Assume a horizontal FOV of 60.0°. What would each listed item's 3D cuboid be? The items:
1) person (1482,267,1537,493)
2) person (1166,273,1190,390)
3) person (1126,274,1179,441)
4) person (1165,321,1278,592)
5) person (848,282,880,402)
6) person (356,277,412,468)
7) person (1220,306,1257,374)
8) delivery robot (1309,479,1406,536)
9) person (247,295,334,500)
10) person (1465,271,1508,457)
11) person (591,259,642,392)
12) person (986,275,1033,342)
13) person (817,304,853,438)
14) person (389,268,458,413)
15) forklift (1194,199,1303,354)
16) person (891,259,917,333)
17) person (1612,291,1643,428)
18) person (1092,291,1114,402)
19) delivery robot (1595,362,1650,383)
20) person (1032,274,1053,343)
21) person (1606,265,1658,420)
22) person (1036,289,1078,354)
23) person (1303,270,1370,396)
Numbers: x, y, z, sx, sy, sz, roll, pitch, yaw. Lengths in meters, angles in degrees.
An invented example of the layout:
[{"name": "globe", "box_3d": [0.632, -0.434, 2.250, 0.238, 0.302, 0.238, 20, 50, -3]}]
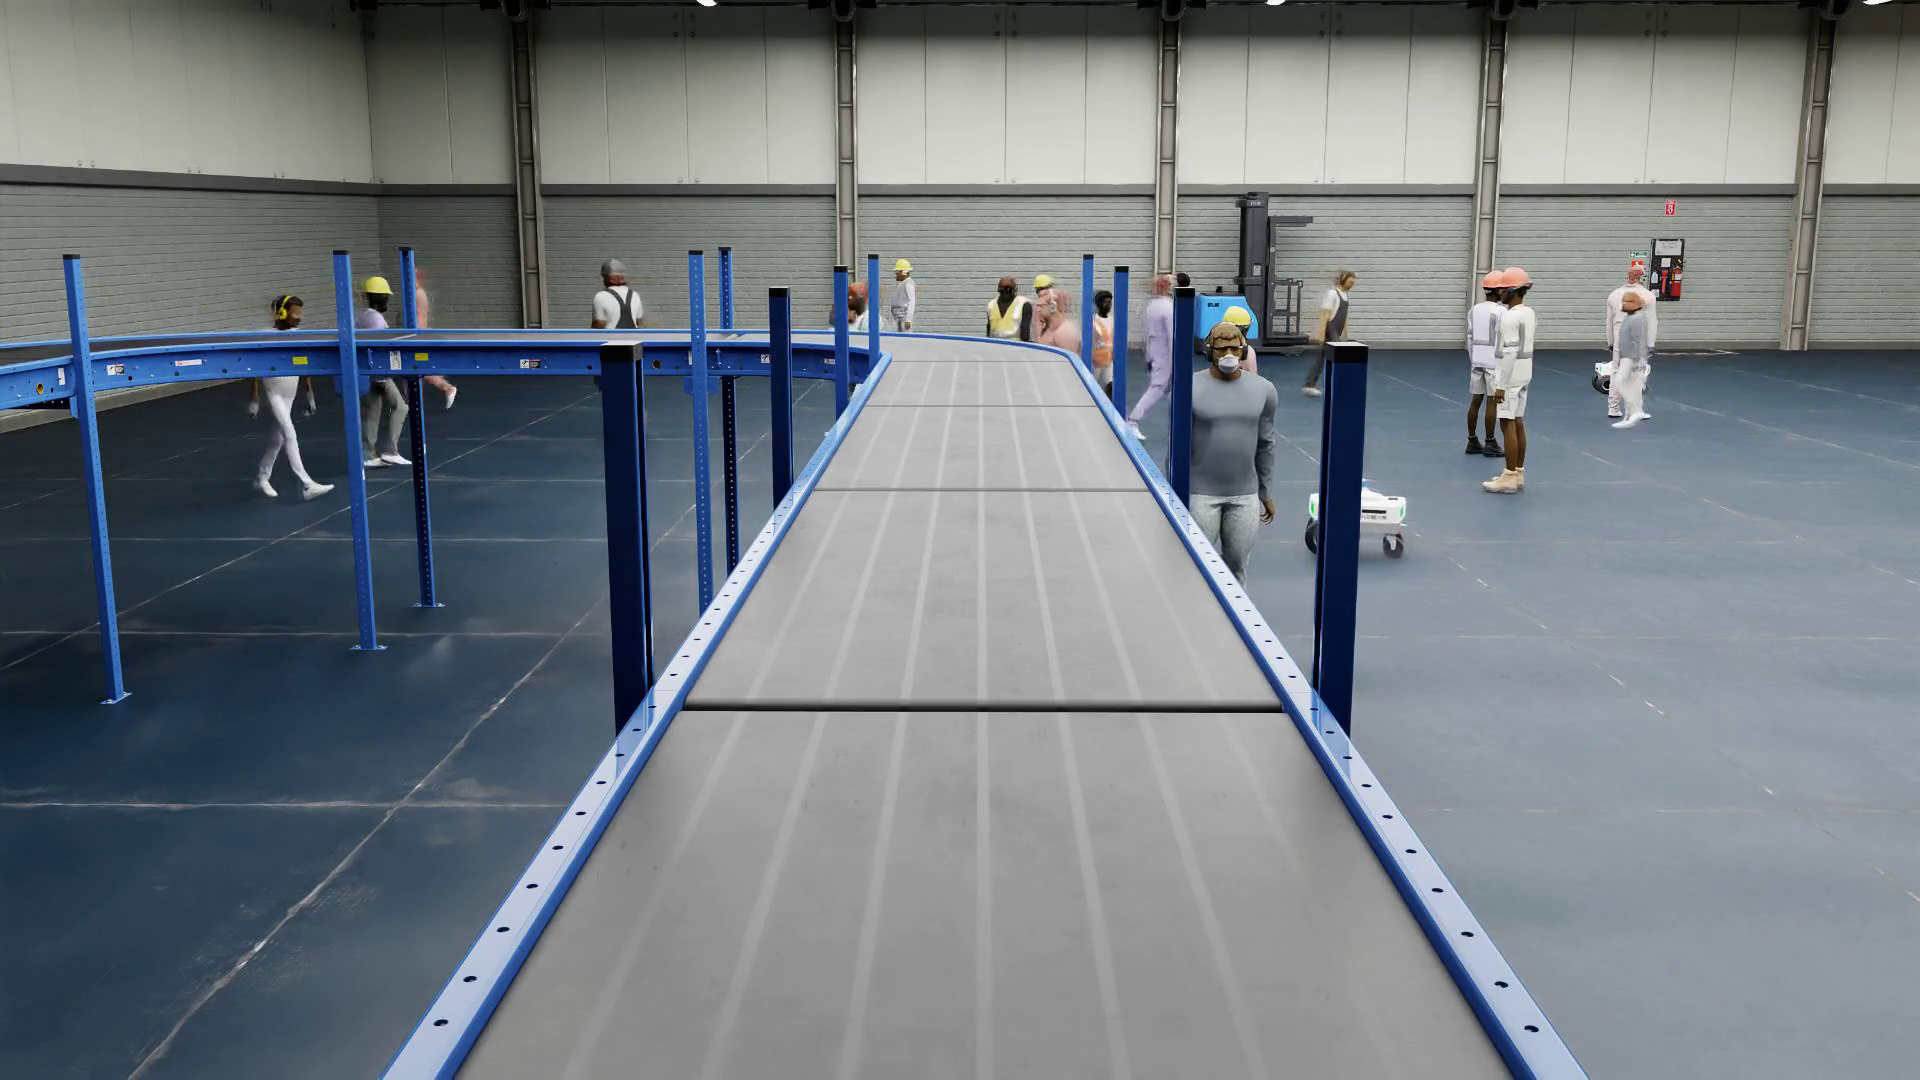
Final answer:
[{"name": "person", "box_3d": [5.029, -1.466, 15.255, 0.387, 2.041, 0.615, 8, 13, 35]}, {"name": "person", "box_3d": [3.200, -3.010, 24.075, 0.318, 1.700, 0.536, 7, 13, 33]}, {"name": "person", "box_3d": [2.288, -2.066, 18.786, 0.978, 1.865, 0.650, -2, 11, -10]}, {"name": "person", "box_3d": [1.454, -0.250, 9.273, 0.636, 1.938, 0.355, -2, 11, -8]}, {"name": "person", "box_3d": [-0.948, -1.573, 16.236, 0.409, 1.871, 0.614, -2, 11, -12]}, {"name": "person", "box_3d": [-5.765, -1.668, 16.636, 0.616, 1.903, 0.629, -8, 13, -34]}, {"name": "person", "box_3d": [2.287, -1.058, 13.872, 0.315, 1.769, 0.525, -3, 11, -15]}, {"name": "delivery robot", "box_3d": [2.998, -0.219, 12.549, 0.707, 0.478, 0.477, 3, 11, 14]}, {"name": "person", "box_3d": [-6.023, -1.254, 14.776, 1.001, 1.815, 0.561, 4, 12, 22]}, {"name": "person", "box_3d": [5.597, -1.863, 17.567, 0.356, 1.938, 0.545, -6, 12, -27]}, {"name": "person", "box_3d": [-4.029, -2.272, 19.511, 0.663, 2.000, 0.691, 9, 14, 39]}, {"name": "person", "box_3d": [0.611, -2.304, 20.181, 0.621, 1.815, 0.762, 5, 12, 24]}, {"name": "person", "box_3d": [-1.287, -1.795, 18.126, 0.512, 1.583, 0.908, -7, 13, -33]}, {"name": "person", "box_3d": [-6.942, -2.578, 21.388, 0.787, 1.884, 0.650, -4, 12, -21]}, {"name": "forklift", "box_3d": [5.313, -4.851, 30.603, 1.873, 2.768, 1.129, 0, 11, 1]}, {"name": "person", "box_3d": [-0.891, -3.532, 26.410, 0.404, 1.830, 0.602, -3, 11, -14]}, {"name": "person", "box_3d": [7.924, -2.136, 19.773, 0.371, 1.624, 0.522, 1, 11, 7]}, {"name": "person", "box_3d": [1.657, -2.101, 19.535, 0.544, 1.646, 0.887, -7, 13, -32]}, {"name": "delivery robot", "box_3d": [9.514, -2.423, 23.876, 0.707, 0.478, 0.477, 2, 11, 11]}, {"name": "person", "box_3d": [1.170, -2.670, 22.196, 0.715, 1.745, 0.549, 11, 15, 44]}, {"name": "person", "box_3d": [8.383, -2.464, 20.735, 0.409, 1.907, 0.650, -9, 14, -38]}, {"name": "person", "box_3d": [0.913, -1.277, 14.709, 0.664, 1.879, 0.651, -3, 11, -13]}, {"name": "person", "box_3d": [5.237, -2.866, 23.165, 1.009, 1.762, 0.585, 7, 13, 33]}]
